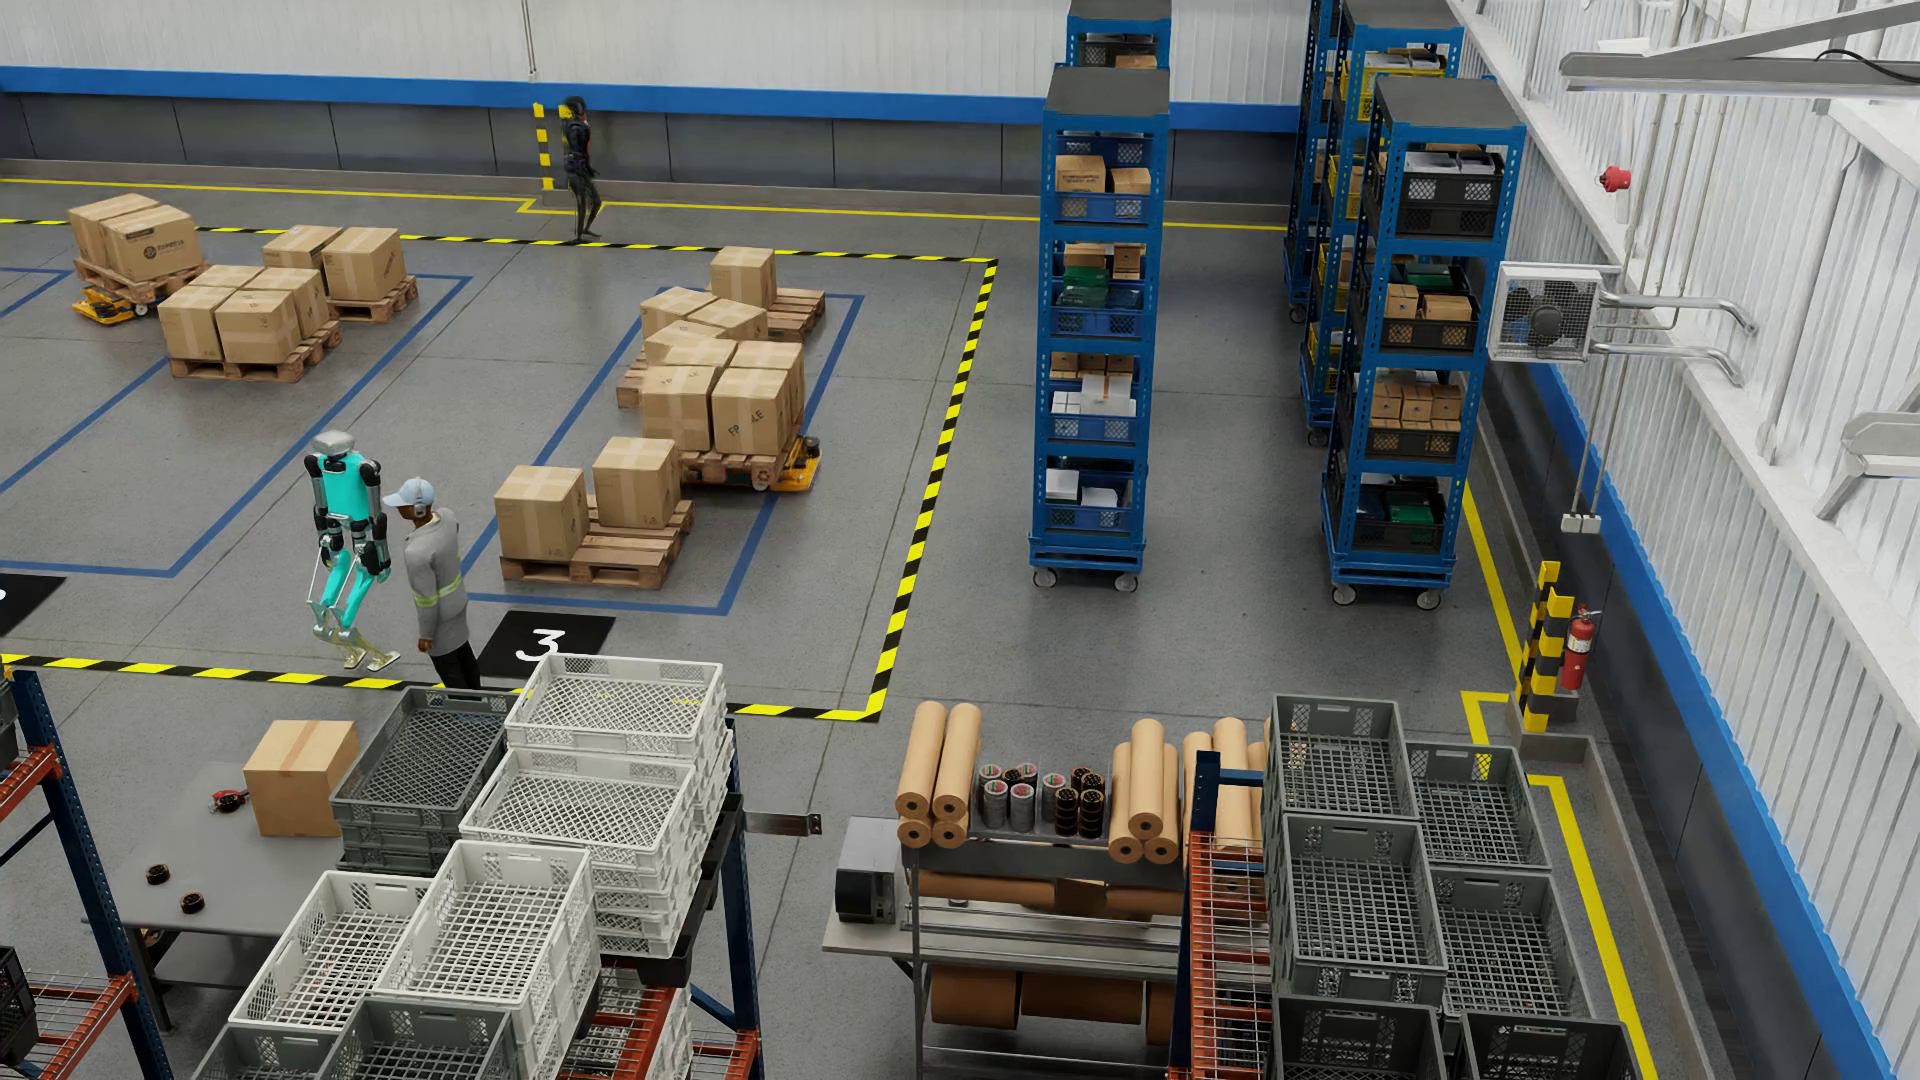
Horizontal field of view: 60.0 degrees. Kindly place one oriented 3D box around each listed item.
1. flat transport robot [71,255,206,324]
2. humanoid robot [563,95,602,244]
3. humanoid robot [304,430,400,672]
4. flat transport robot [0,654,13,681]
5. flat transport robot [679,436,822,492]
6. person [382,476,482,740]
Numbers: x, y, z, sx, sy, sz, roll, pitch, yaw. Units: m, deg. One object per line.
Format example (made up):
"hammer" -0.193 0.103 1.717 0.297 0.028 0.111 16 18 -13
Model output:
"flat transport robot" -8.287 -2.587 17.090 0.652 0.197 1.431 22 37 32
"humanoid robot" -4.157 -4.043 18.217 0.388 1.643 0.584 -2 30 -3
"humanoid robot" -4.055 0.152 10.824 0.533 1.673 0.735 9 31 16
"flat transport robot" -7.142 0.969 11.010 1.431 0.231 0.659 3 30 6
"flat transport robot" -1.909 -0.671 13.798 1.431 0.197 0.652 3 30 6
"person" -3.259 0.430 10.361 0.372 1.852 0.595 2 30 3
